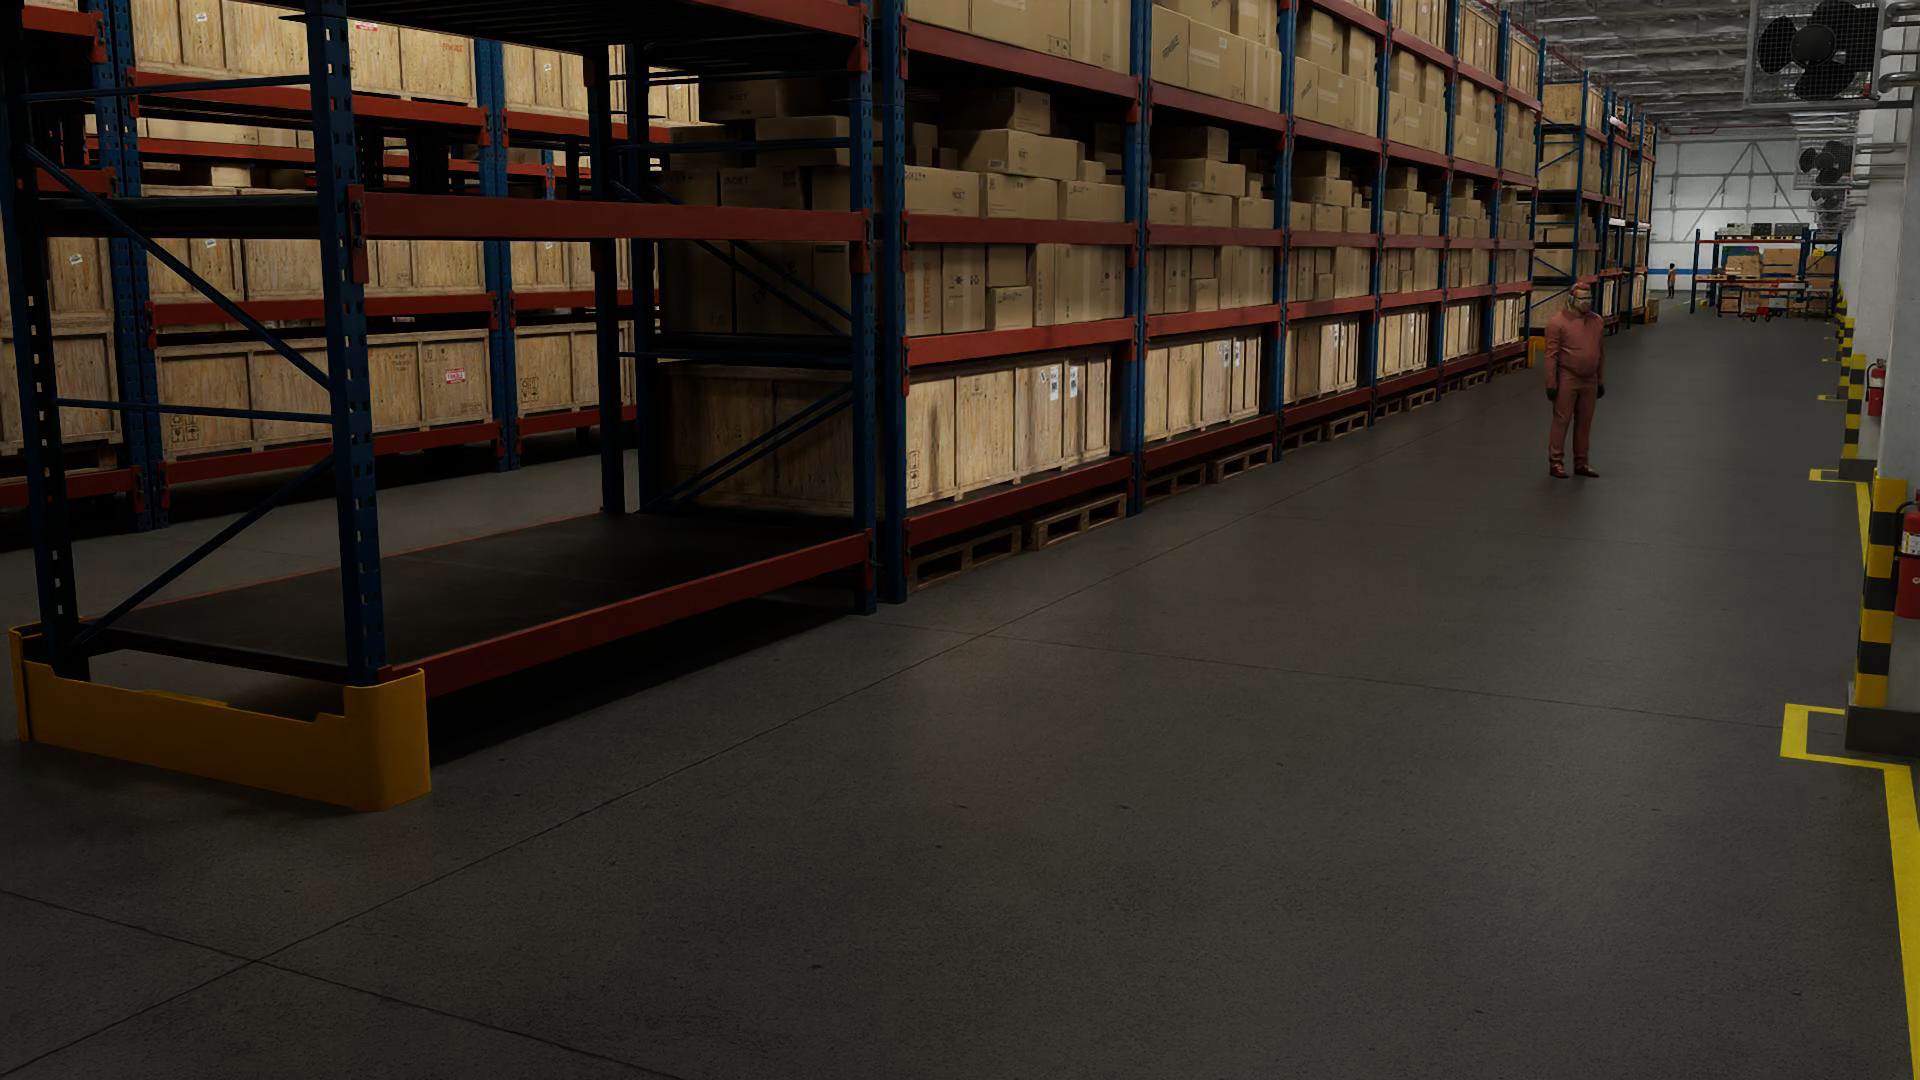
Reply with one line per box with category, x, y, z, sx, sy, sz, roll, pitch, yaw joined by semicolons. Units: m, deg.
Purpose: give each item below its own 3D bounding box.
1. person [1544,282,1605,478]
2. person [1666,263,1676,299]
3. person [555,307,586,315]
person;5.970;-1.541;16.130;0.652;1.896;0.402;-3;10;-18
person;33.879;-12.333;79.189;0.540;1.694;0.320;-7;12;-36
person;-5.621;-2.986;24.439;0.570;1.905;0.875;4;10;21
